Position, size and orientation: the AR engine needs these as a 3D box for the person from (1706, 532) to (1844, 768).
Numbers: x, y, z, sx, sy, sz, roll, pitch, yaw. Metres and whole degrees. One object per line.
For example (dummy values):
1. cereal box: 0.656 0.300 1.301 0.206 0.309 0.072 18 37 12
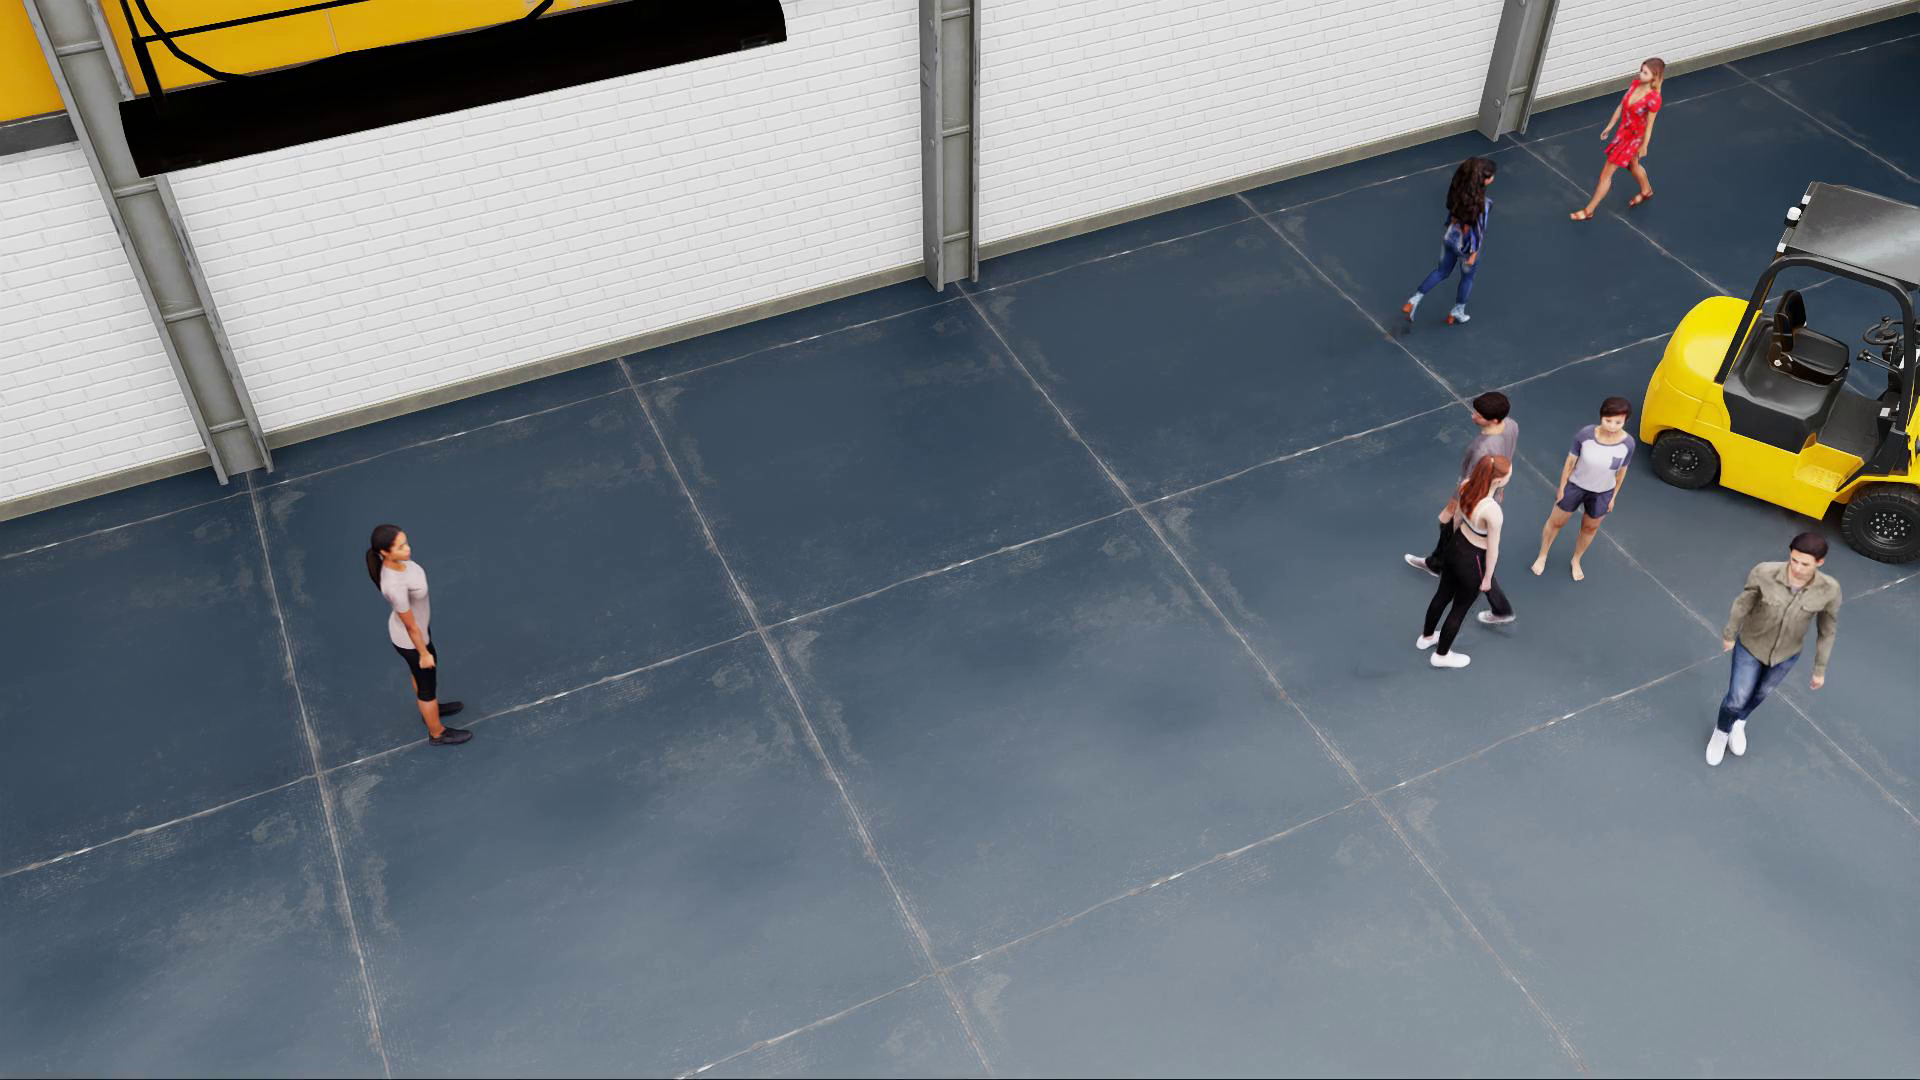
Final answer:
1. person: 5.000 0.586 10.275 0.856 1.845 0.933 9 44 9

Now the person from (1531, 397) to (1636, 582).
1. person: 4.344 -0.370 11.482 0.642 1.564 0.712 12 45 12

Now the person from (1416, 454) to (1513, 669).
1. person: 3.290 0.128 10.829 0.546 1.744 0.615 -11 45 -12

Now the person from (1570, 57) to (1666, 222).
1. person: 6.066 -3.590 14.870 1.135 1.553 0.760 -7 44 -8

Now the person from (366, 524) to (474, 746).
1. person: -3.405 0.587 10.347 0.533 1.745 0.605 -15 46 -15

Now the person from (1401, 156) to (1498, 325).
1. person: 4.028 -2.402 13.589 0.911 1.600 0.609 -19 47 -18

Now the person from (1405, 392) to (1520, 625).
1. person: 3.532 -0.198 11.124 1.102 1.810 1.181 27 50 25
